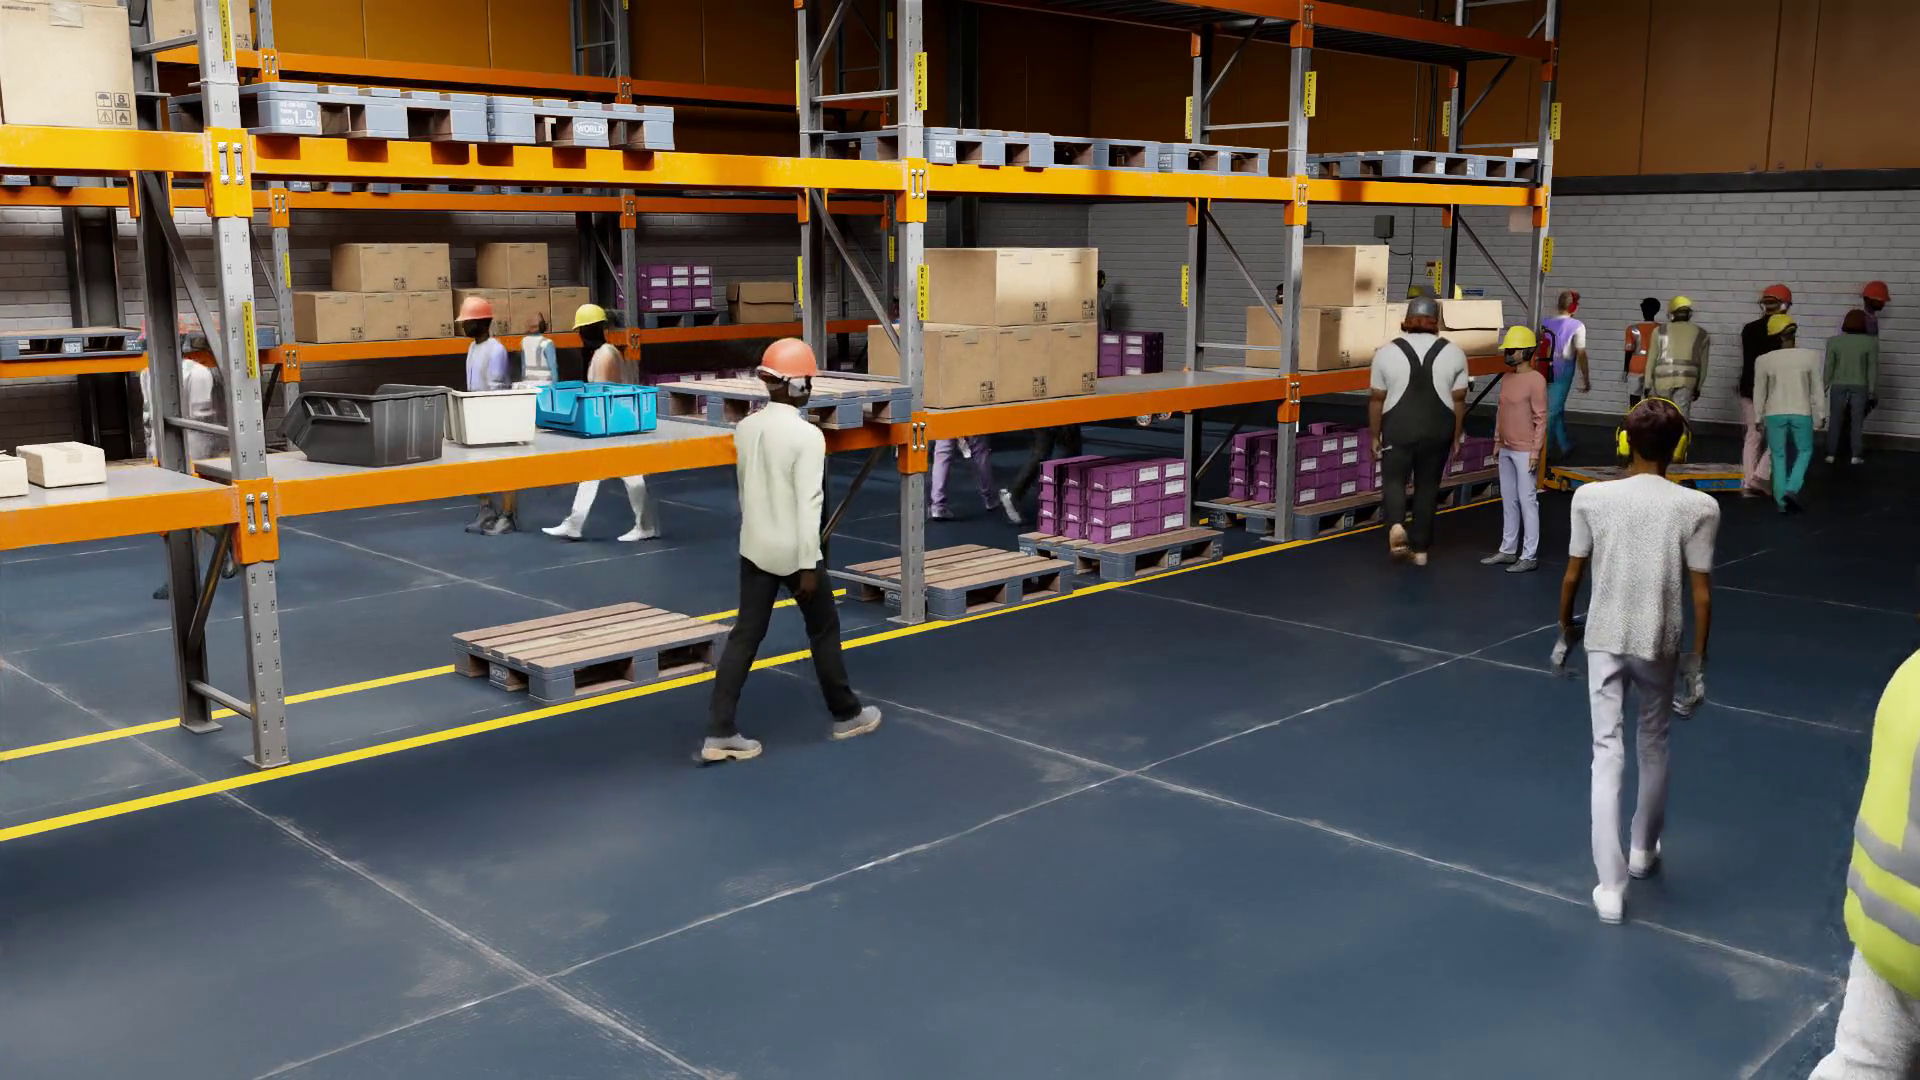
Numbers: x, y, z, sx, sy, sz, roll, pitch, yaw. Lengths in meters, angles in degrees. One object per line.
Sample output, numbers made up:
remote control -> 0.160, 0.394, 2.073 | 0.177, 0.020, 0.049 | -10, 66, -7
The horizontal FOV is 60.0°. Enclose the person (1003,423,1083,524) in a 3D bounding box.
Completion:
person -> 0.750, -1.064, 13.903 | 0.866, 1.885, 0.593 | -9, 14, -41

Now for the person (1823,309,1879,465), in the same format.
person -> 9.377, -1.610, 17.537 | 0.507, 1.630, 0.268 | 7, 12, 32

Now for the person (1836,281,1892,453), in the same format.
person -> 9.924, -1.887, 18.287 | 0.522, 1.906, 0.684 | 9, 13, 39

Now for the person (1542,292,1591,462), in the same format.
person -> 6.458, -1.733, 17.737 | 0.908, 1.799, 0.565 | -5, 12, -27

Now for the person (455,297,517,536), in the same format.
person -> -3.802, -0.970, 13.276 | 0.514, 1.919, 0.546 | -10, 14, -43

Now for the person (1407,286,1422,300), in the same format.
person -> 5.994, -2.472, 21.961 | 0.486, 1.735, 0.322 | -5, 12, -27

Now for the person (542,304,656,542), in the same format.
person -> -2.828, -0.883, 12.913 | 0.955, 1.864, 0.583 | -4, 11, -20

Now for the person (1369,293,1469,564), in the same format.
person -> 3.311, -0.809, 12.055 | 0.688, 2.000, 0.687 | 2, 11, 10

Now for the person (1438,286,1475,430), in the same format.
person -> 5.395, -1.846, 18.180 | 0.681, 1.881, 0.609 | -5, 11, -25

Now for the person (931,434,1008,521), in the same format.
person -> 0.039, -1.102, 14.187 | 0.653, 1.841, 1.036 | 6, 12, 29

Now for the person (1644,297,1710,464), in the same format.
person -> 7.374, -1.613, 17.167 | 0.603, 1.770, 0.900 | 3, 11, 17

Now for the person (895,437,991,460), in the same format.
person -> -0.214, -1.743, 17.695 | 1.037, 1.843, 0.647 | 1, 10, 4

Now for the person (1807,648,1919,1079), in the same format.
person -> 2.206, 0.880, 3.496 | 0.904, 1.797, 0.651 | 2, 11, 12

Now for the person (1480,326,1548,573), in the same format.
person -> 3.984, -0.648, 11.927 | 0.328, 1.767, 0.532 | -3, 11, -14

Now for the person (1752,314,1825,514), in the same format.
person -> 7.107, -1.067, 14.287 | 0.582, 1.734, 0.447 | 5, 11, 24

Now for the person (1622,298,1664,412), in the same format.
person -> 7.896, -1.936, 19.140 | 0.540, 1.695, 0.317 | 1, 10, 6

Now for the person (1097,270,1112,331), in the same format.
person -> 2.132, -3.252, 25.840 | 0.521, 1.873, 0.335 | 6, 12, 30

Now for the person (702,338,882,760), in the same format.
person -> -0.823, 0.039, 7.710 | 0.635, 1.944, 1.019 | 10, 14, 42

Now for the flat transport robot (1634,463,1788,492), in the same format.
flat transport robot -> 6.967, -0.577, 15.622 | 1.431, 0.197, 0.652 | -1, 11, -8

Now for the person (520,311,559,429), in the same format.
person -> -4.491, -1.614, 17.621 | 0.522, 1.609, 0.739 | 9, 14, 40

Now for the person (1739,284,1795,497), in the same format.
person -> 7.391, -1.353, 15.230 | 0.428, 1.964, 0.627 | -4, 11, -22

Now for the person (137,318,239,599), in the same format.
person -> -5.187, -0.579, 11.135 | 0.556, 1.917, 0.601 | 3, 11, 18

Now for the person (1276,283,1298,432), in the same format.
person -> 3.776, -2.028, 19.207 | 0.316, 1.861, 0.514 | 0, 10, 0

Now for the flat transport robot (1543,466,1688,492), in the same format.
flat transport robot -> 5.984, -0.501, 15.204 | 0.652, 0.197, 1.431 | -2, 11, -8

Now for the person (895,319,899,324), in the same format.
person -> -0.575, -2.230, 20.776 | 0.378, 1.680, 0.548 | -9, 14, -42

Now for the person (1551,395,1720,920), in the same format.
person -> 2.437, 0.390, 6.073 | 0.530, 1.832, 0.879 | 4, 11, 20
